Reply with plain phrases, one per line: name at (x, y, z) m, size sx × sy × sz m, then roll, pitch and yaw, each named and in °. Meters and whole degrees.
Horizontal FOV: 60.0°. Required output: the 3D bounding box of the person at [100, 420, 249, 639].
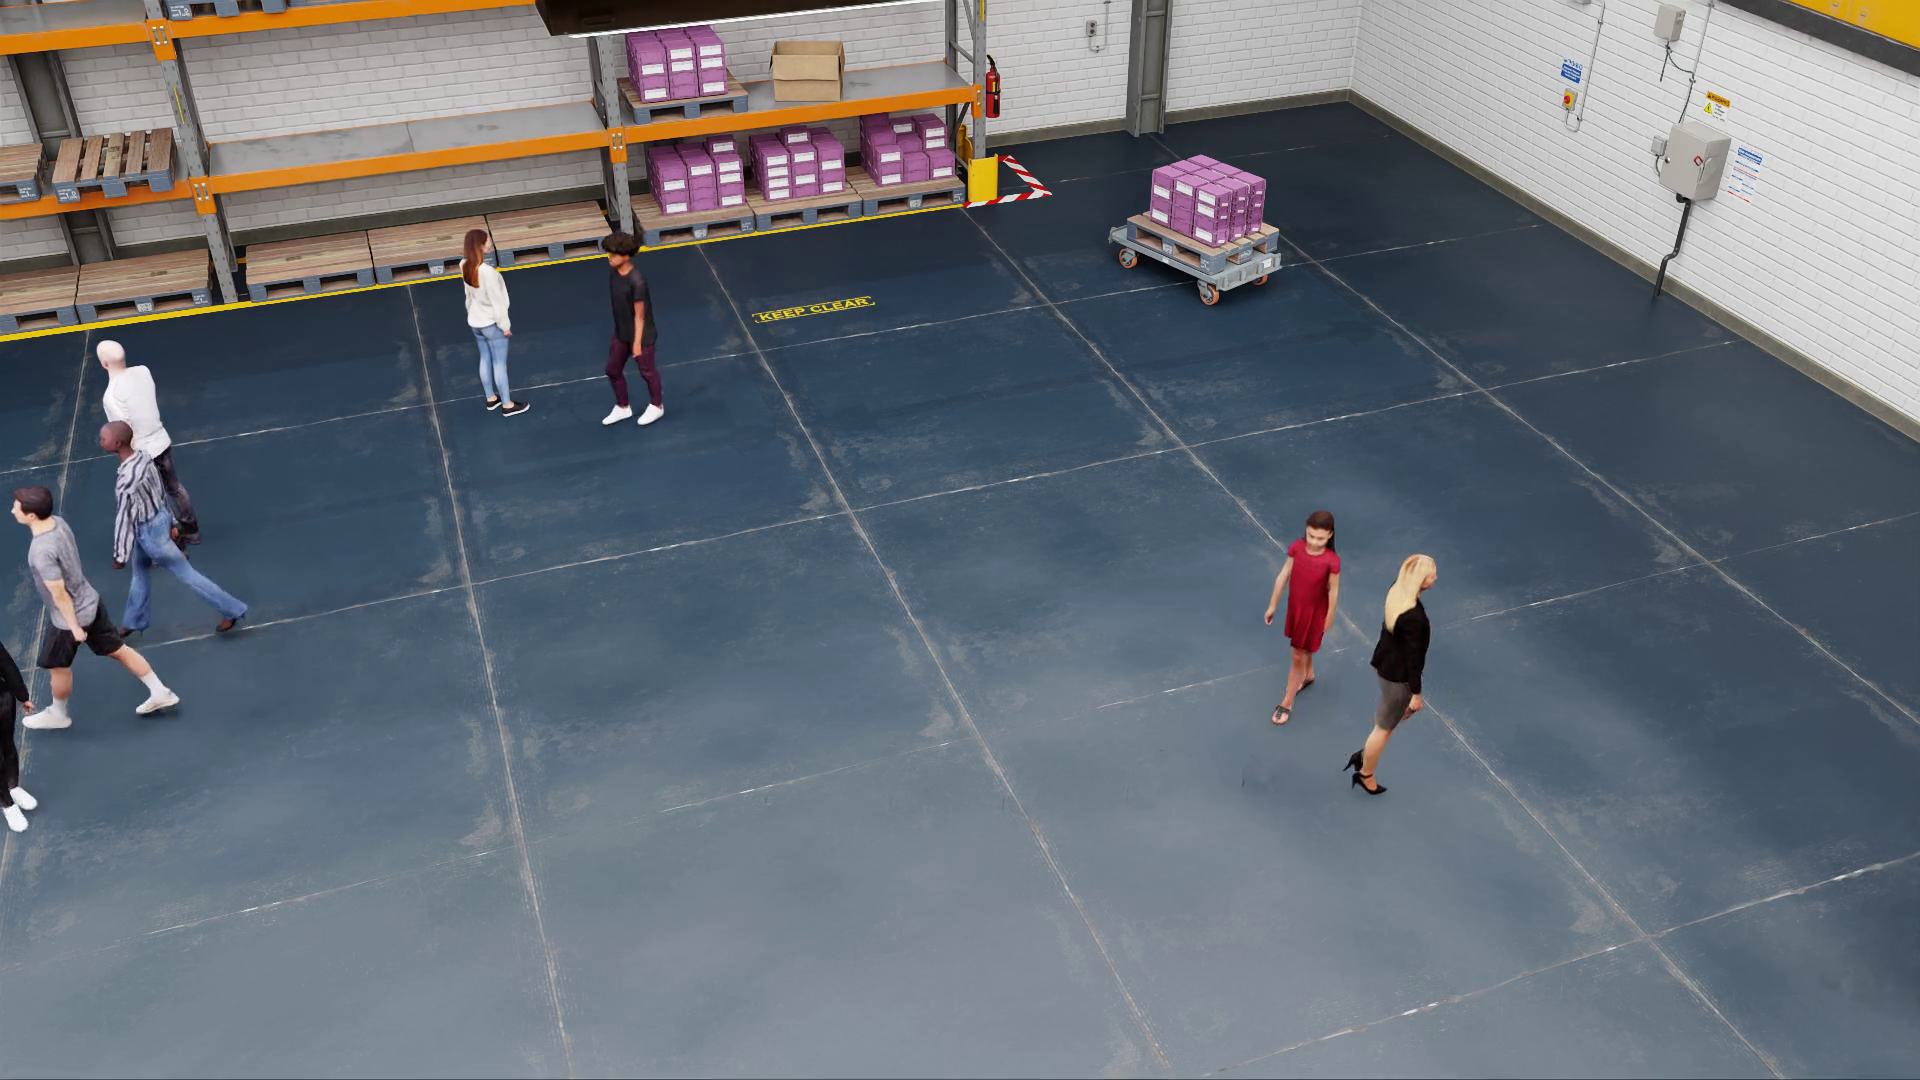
person at (-5.472, -0.017, 11.518) m, size 1.178 × 1.737 × 0.654 m, roll -10°, pitch 35°, yaw -15°

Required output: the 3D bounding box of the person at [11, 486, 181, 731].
person at (-5.611, 0.445, 10.737) m, size 1.259 × 1.833 × 0.855 m, roll -4°, pitch 34°, yaw -6°

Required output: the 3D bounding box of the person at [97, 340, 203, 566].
person at (-6.070, -0.669, 12.413) m, size 0.728 × 1.831 × 0.739 m, roll 2°, pitch 34°, yaw 4°

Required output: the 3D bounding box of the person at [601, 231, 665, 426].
person at (-2.723, -1.819, 14.204) m, size 0.799 × 1.764 × 0.871 m, roll 24°, pitch 41°, yaw 32°

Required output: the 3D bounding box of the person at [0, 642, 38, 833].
person at (-5.977, 0.965, 10.099) m, size 0.826 × 1.672 × 0.760 m, roll 22°, pitch 39°, yaw 29°

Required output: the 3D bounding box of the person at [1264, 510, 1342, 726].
person at (2.348, 0.416, 11.061) m, size 0.809 × 1.522 × 0.982 m, roll 28°, pitch 42°, yaw 35°

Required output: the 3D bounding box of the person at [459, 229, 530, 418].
person at (-4.067, -1.875, 14.352) m, size 0.702 × 1.695 × 0.712 m, roll 25°, pitch 41°, yaw 33°

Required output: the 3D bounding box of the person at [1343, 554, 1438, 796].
person at (2.553, 0.854, 10.124) m, size 0.761 × 1.829 × 0.735 m, roll -1°, pitch 34°, yaw -2°
